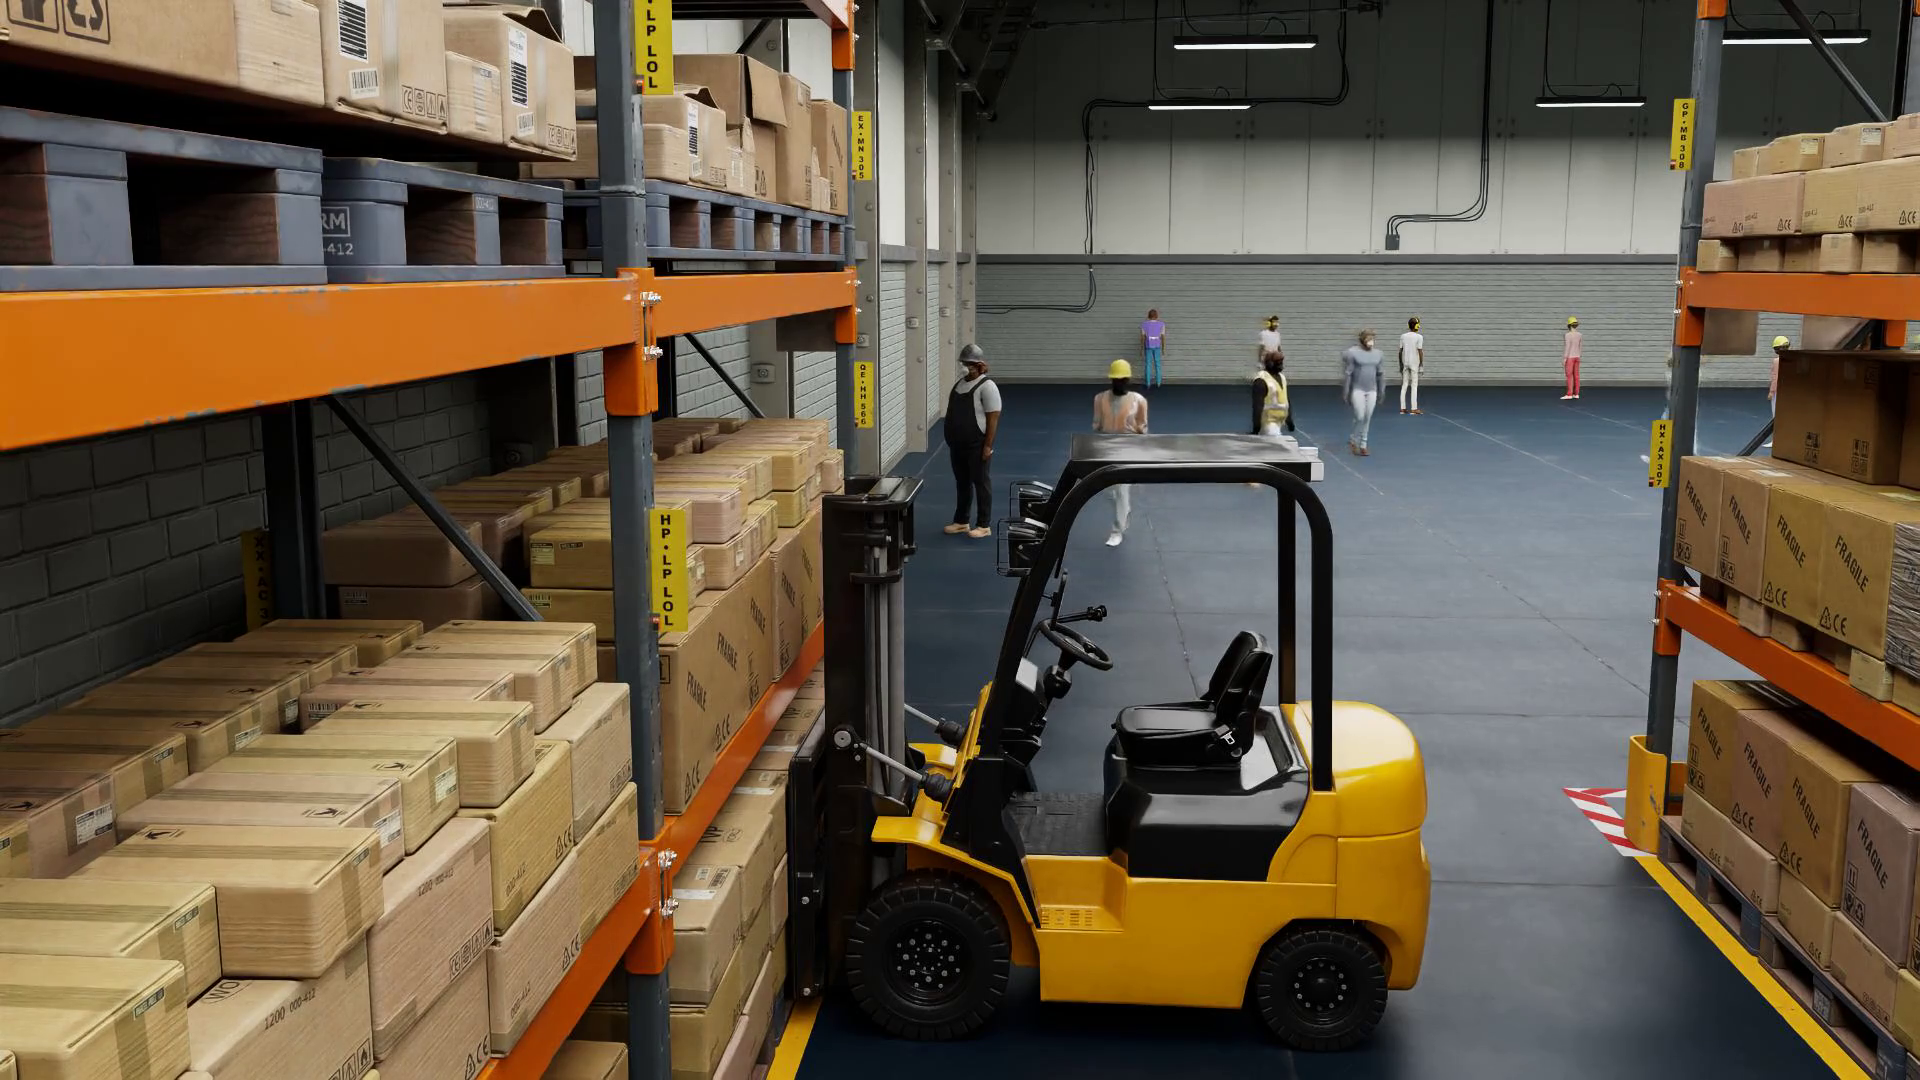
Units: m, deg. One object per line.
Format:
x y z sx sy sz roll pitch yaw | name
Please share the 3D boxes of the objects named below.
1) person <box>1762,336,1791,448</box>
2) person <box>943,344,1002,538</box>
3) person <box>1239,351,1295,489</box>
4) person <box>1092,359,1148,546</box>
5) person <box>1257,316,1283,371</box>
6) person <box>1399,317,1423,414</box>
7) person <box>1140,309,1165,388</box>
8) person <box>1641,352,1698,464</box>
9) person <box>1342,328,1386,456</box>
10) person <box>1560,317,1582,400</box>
12.897 -2.324 26.183 0.523 1.760 0.325 -7 11 -35 | person
0.086 -1.050 17.604 0.537 2.000 0.682 -8 12 -39 | person
3.958 -1.509 21.137 0.965 1.795 0.639 7 12 35 | person
1.652 -0.913 17.152 0.600 1.914 0.618 5 11 28 | person
6.323 -3.604 33.639 0.570 1.852 0.545 -6 11 -33 | person
8.727 -3.366 32.159 0.309 1.868 0.535 -9 13 -42 | person
4.532 -4.501 39.127 0.570 1.835 0.397 -1 9 -4 | person
10.178 -1.875 23.639 0.498 1.698 0.883 -4 10 -25 | person
6.093 -2.210 24.982 0.659 1.923 0.472 -2 10 -14 | person
13.094 -3.887 35.636 0.530 1.765 0.325 -6 11 -32 | person
